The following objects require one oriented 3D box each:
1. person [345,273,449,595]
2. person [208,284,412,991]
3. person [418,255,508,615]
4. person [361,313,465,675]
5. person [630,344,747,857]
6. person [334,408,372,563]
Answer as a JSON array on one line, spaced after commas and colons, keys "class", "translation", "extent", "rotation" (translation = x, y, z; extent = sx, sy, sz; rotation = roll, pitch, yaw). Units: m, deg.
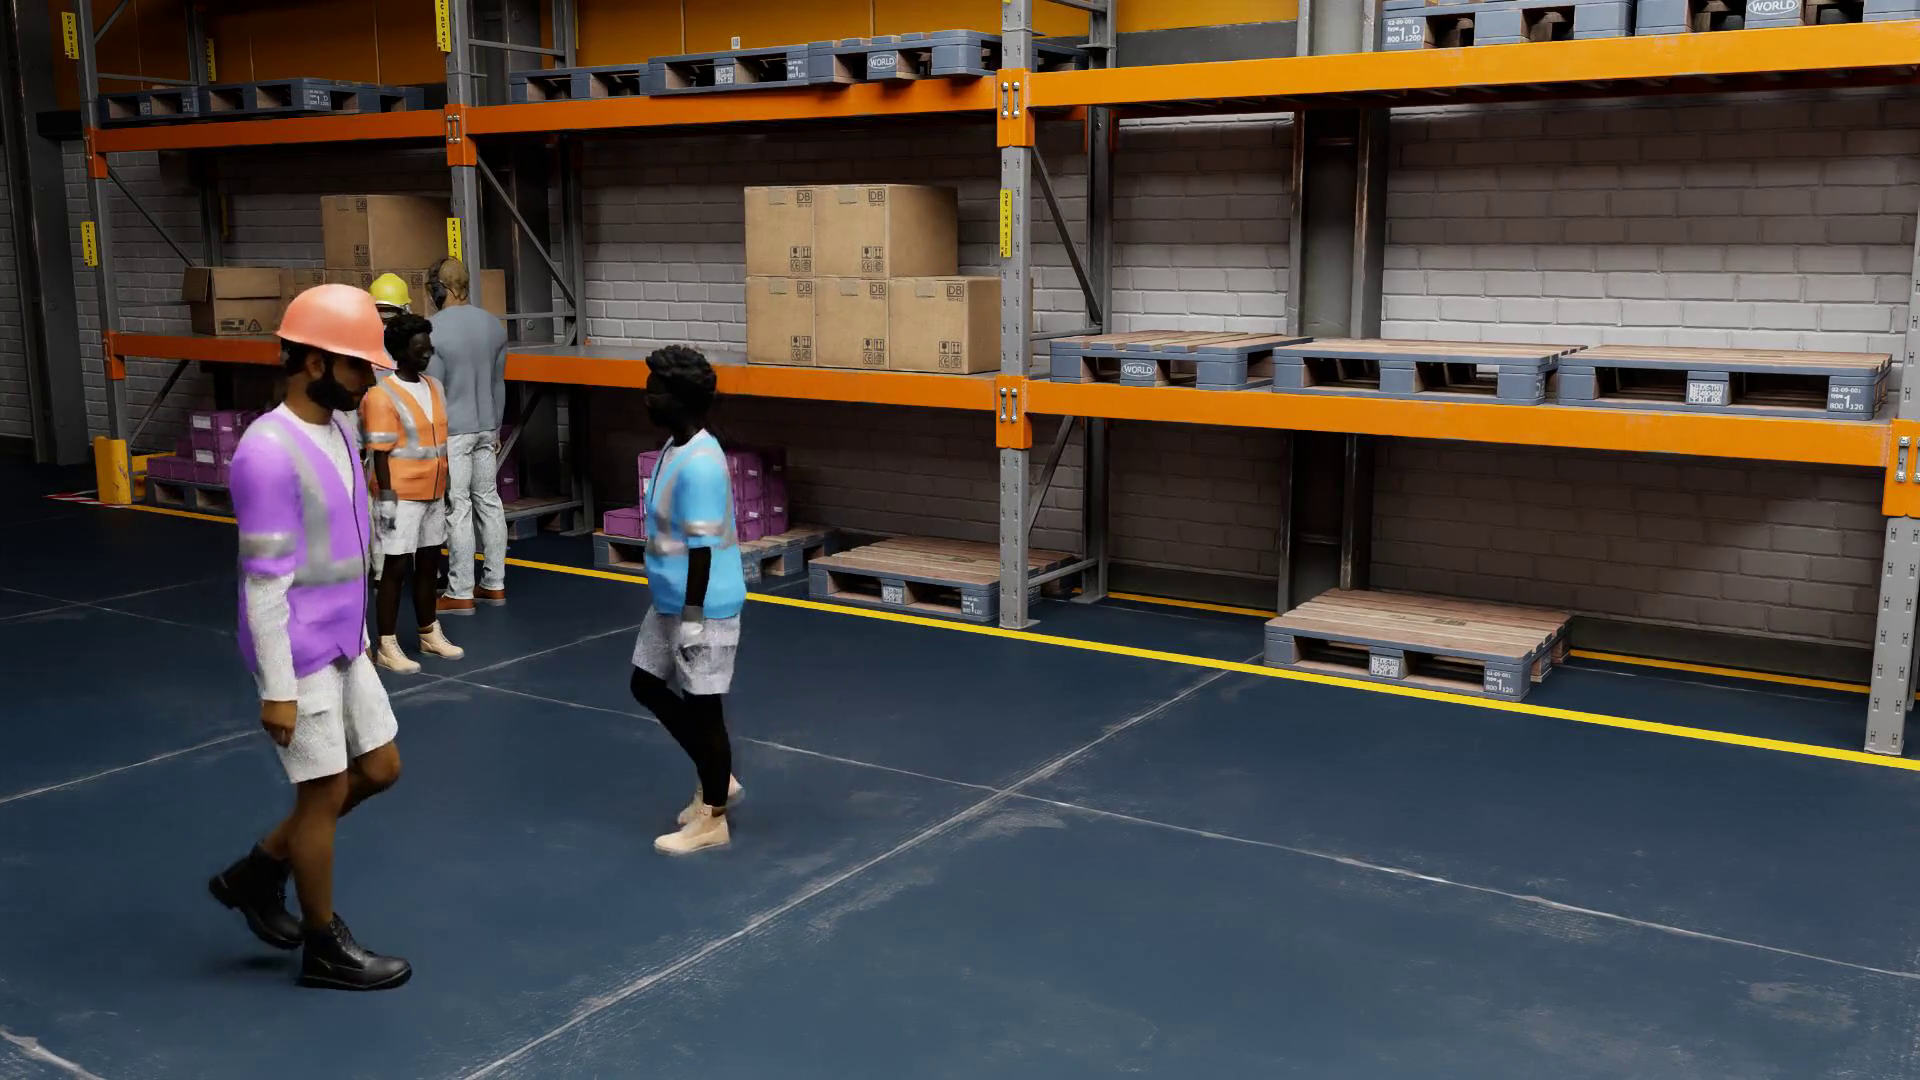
[{"class": "person", "translation": [-3.185, -0.590, 9.462], "extent": [0.599, 1.836, 0.404], "rotation": [2, 10, 12]}, {"class": "person", "translation": [-1.728, 0.285, 4.408], "extent": [0.564, 1.909, 0.585], "rotation": [0, 10, 1]}, {"class": "person", "translation": [-2.712, -0.561, 9.023], "extent": [0.372, 1.940, 0.632], "rotation": [5, 11, 27]}, {"class": "person", "translation": [-2.578, -0.219, 7.827], "extent": [0.320, 1.688, 0.533], "rotation": [4, 11, 19]}, {"class": "person", "translation": [-0.892, 0.209, 5.428], "extent": [0.366, 1.684, 0.551], "rotation": [-4, 11, -19]}, {"class": "person", "translation": [-3.709, -0.621, 10.226], "extent": [0.277, 1.629, 0.496], "rotation": [5, 12, 27]}]
